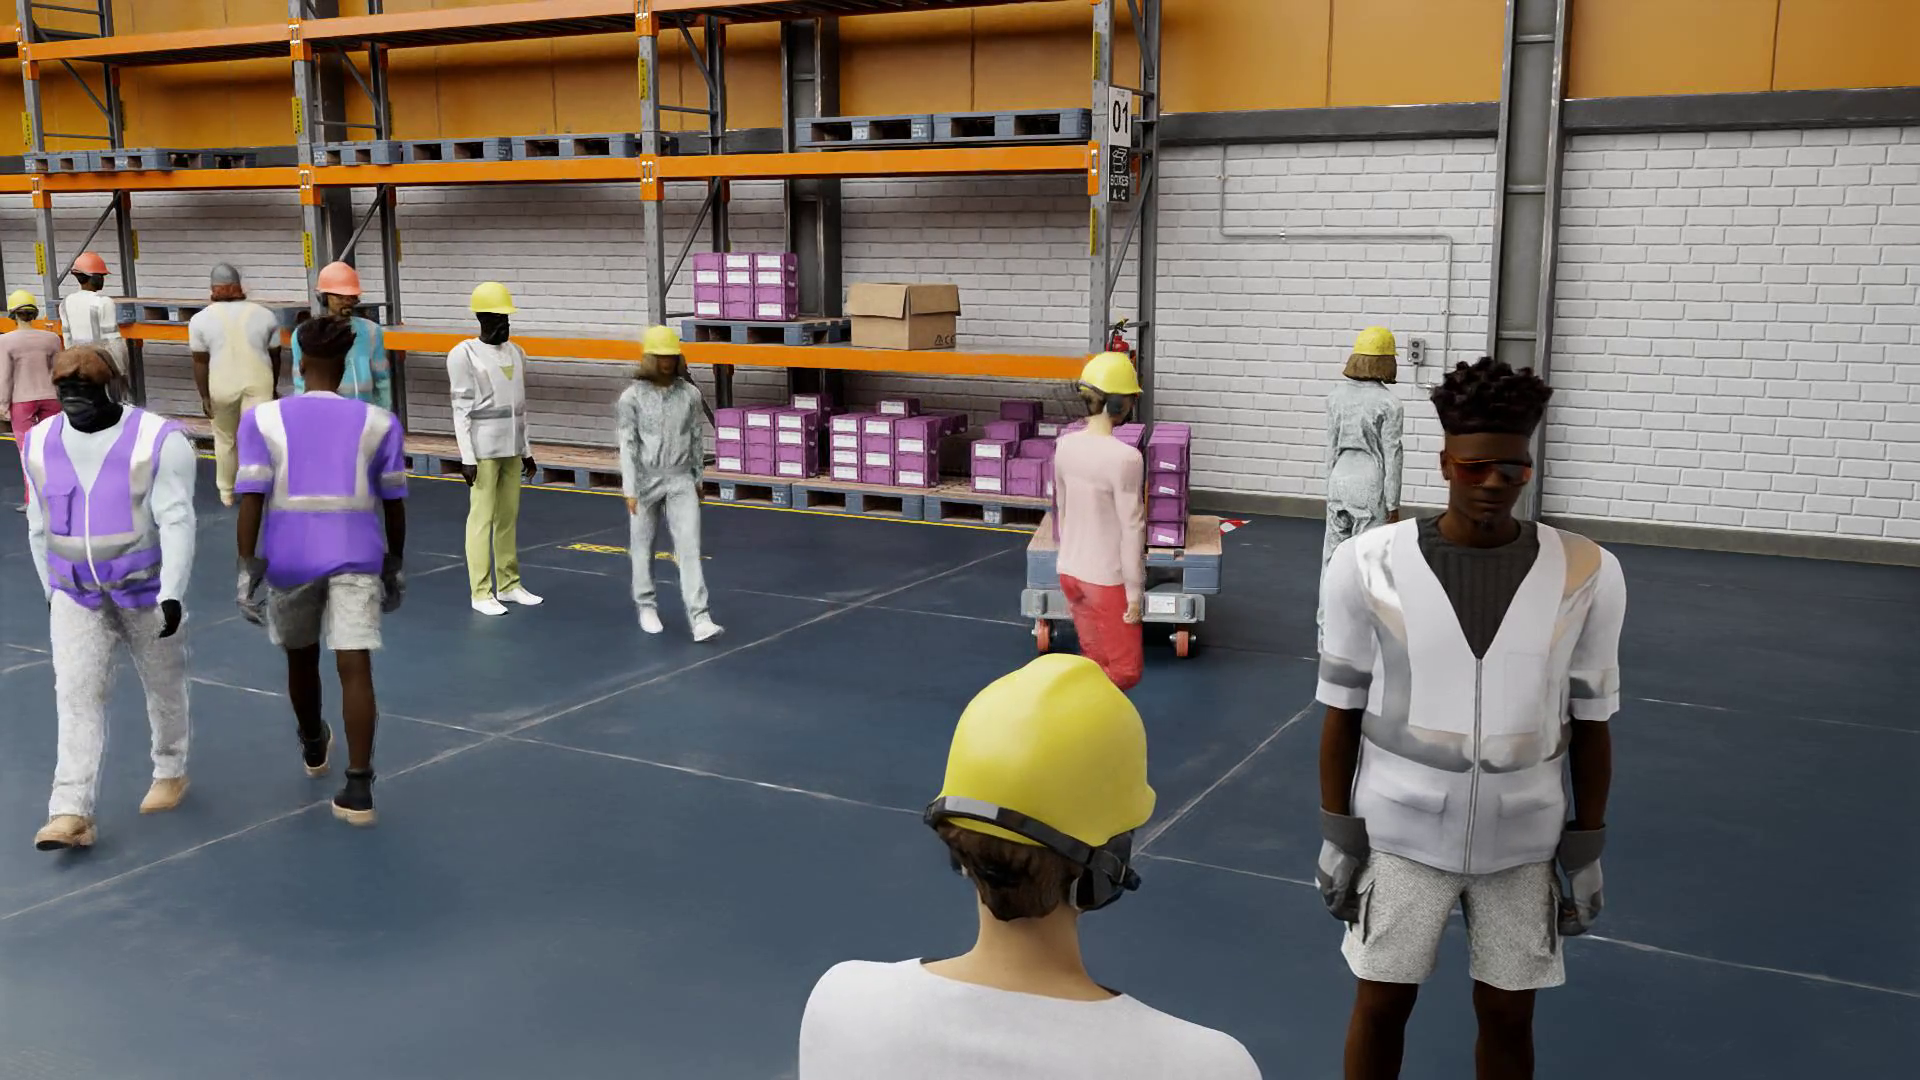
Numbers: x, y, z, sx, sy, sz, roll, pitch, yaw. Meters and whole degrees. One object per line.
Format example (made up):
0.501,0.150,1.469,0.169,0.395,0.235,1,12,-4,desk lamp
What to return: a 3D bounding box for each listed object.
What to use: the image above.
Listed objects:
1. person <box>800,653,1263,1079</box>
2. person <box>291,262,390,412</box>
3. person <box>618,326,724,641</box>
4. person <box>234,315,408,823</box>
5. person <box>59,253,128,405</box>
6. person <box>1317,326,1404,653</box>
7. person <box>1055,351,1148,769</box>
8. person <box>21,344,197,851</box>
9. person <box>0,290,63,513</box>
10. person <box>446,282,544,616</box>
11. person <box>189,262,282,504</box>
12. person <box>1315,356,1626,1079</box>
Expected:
0.080,0.990,1.799,0.525,1.769,0.316,4,11,21,person
-3.873,-0.728,10.512,0.427,2.034,0.609,8,13,38,person
-1.564,-0.287,8.945,0.514,1.697,0.907,-6,12,-30,person
-2.461,0.086,6.434,0.649,1.879,1.032,-4,11,-22,person
-7.716,-1.539,14.901,0.607,2.044,0.373,4,11,19,person
2.090,-0.235,8.608,0.335,1.733,0.480,-8,13,-37,person
0.518,0.144,6.484,0.639,1.752,0.544,-6,12,-31,person
-3.083,0.202,6.020,0.637,1.795,0.920,-1,10,-6,person
-7.381,-1.094,13.225,0.326,1.767,0.533,7,12,34,person
-2.706,-0.536,9.720,0.362,1.928,0.587,5,11,24,person
-5.776,-1.249,13.321,0.684,2.000,1.036,-6,12,-29,person
1.032,0.597,3.443,0.601,1.958,0.380,2,10,9,person
